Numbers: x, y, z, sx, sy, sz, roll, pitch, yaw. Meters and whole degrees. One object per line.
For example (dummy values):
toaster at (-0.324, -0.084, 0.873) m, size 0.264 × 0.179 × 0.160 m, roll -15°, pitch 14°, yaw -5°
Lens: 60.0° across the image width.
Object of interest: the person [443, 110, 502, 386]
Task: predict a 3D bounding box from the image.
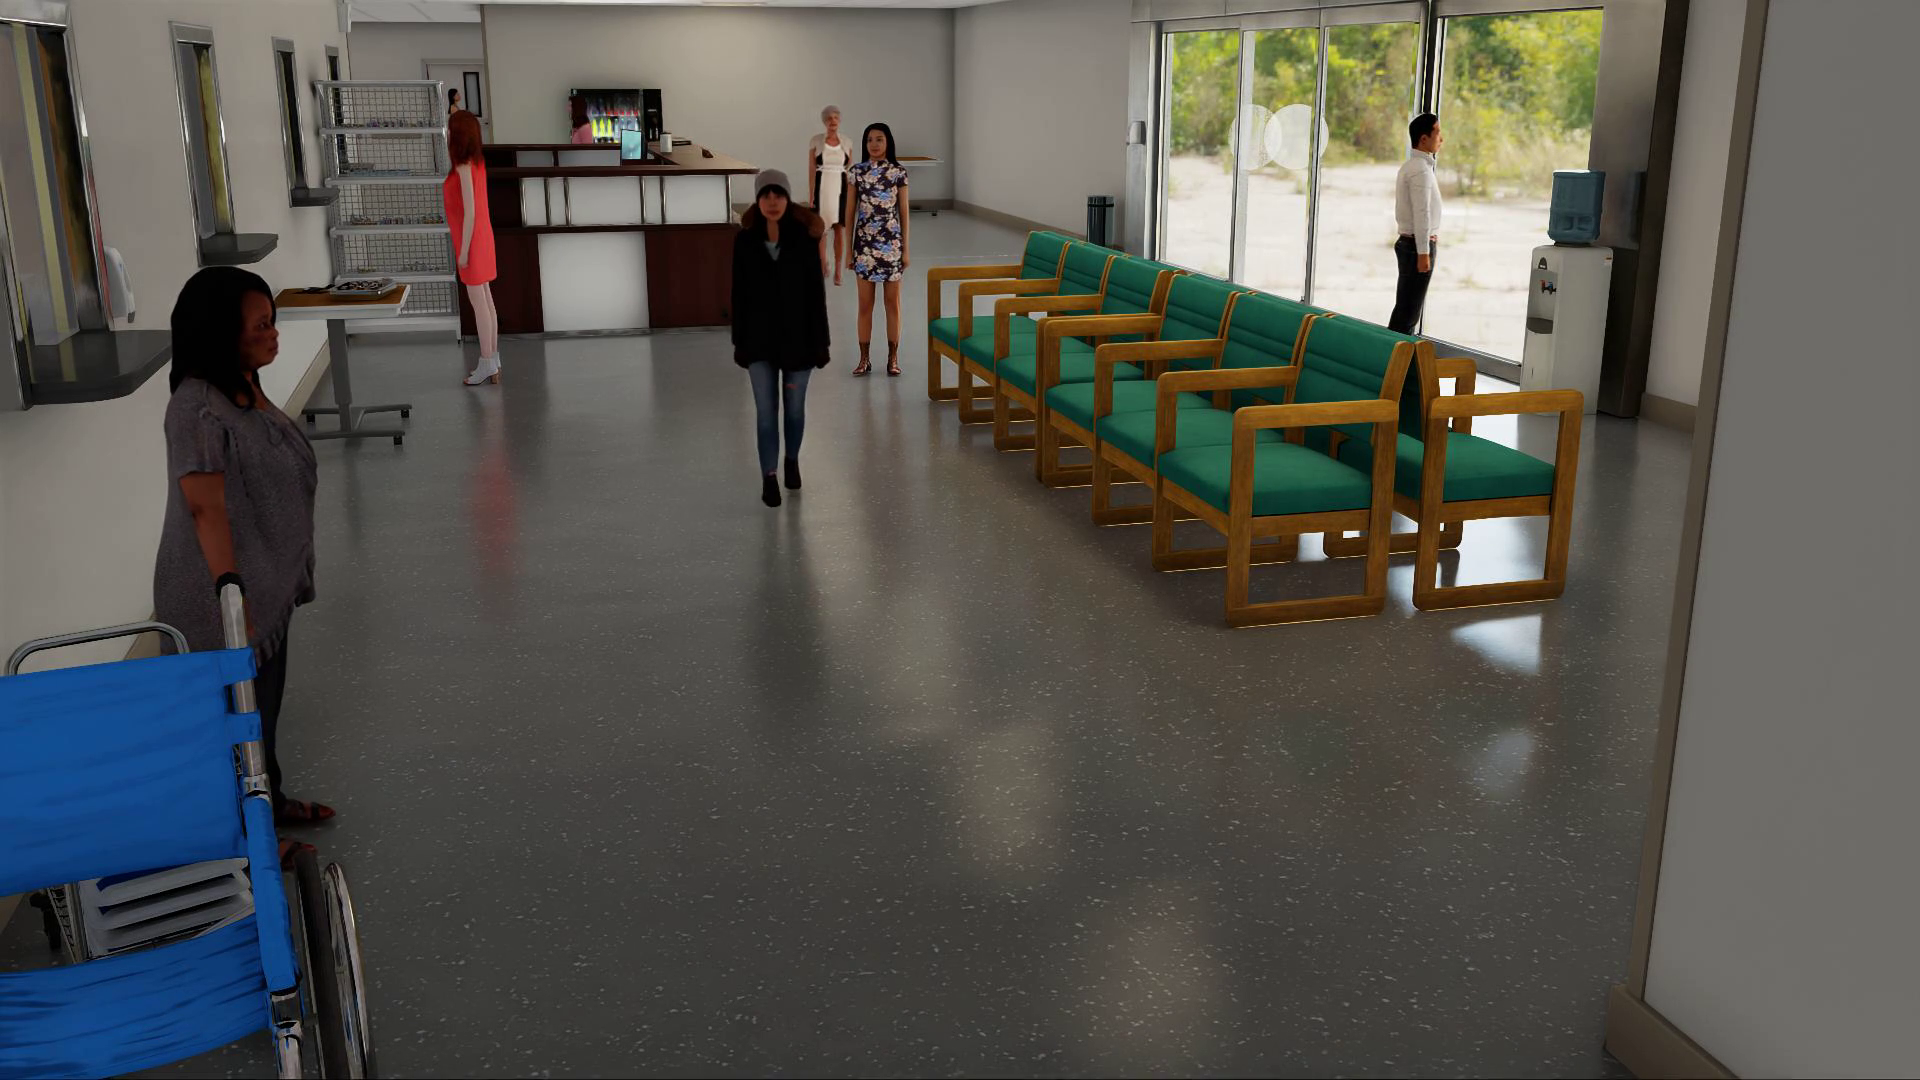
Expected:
person at (-3.302, -1.988, 11.320) m, size 0.560 × 1.828 × 0.626 m, roll -1°, pitch 16°, yaw -5°

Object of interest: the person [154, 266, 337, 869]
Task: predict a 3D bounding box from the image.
person at (-1.927, 0.080, 4.399) m, size 0.627 × 1.604 × 0.618 m, roll -4°, pitch 16°, yaw -15°

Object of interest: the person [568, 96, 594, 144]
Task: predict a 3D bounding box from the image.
person at (-4.377, -4.362, 19.882) m, size 1.080 × 1.751 × 0.614 m, roll -4°, pitch 16°, yaw -14°

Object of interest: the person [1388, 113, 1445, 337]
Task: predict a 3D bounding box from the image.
person at (3.028, -1.917, 11.102) m, size 0.684 × 1.810 × 0.737 m, roll 2°, pitch 16°, yaw 6°

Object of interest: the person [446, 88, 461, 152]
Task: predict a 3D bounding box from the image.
person at (-9.221, -7.361, 30.481) m, size 0.673 × 1.773 × 0.669 m, roll -5°, pitch 17°, yaw -18°

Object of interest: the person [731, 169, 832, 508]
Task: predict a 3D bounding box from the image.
person at (-0.875, -0.976, 8.172) m, size 1.037 × 1.589 × 0.800 m, roll -1°, pitch 16°, yaw -5°

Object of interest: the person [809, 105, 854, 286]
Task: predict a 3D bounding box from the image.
person at (-1.308, -3.396, 16.519) m, size 1.071 × 1.717 × 0.758 m, roll -2°, pitch 16°, yaw -8°

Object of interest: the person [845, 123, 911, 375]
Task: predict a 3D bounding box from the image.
person at (-0.564, -2.027, 11.634) m, size 0.528 × 1.733 × 0.711 m, roll 0°, pitch 16°, yaw 0°
